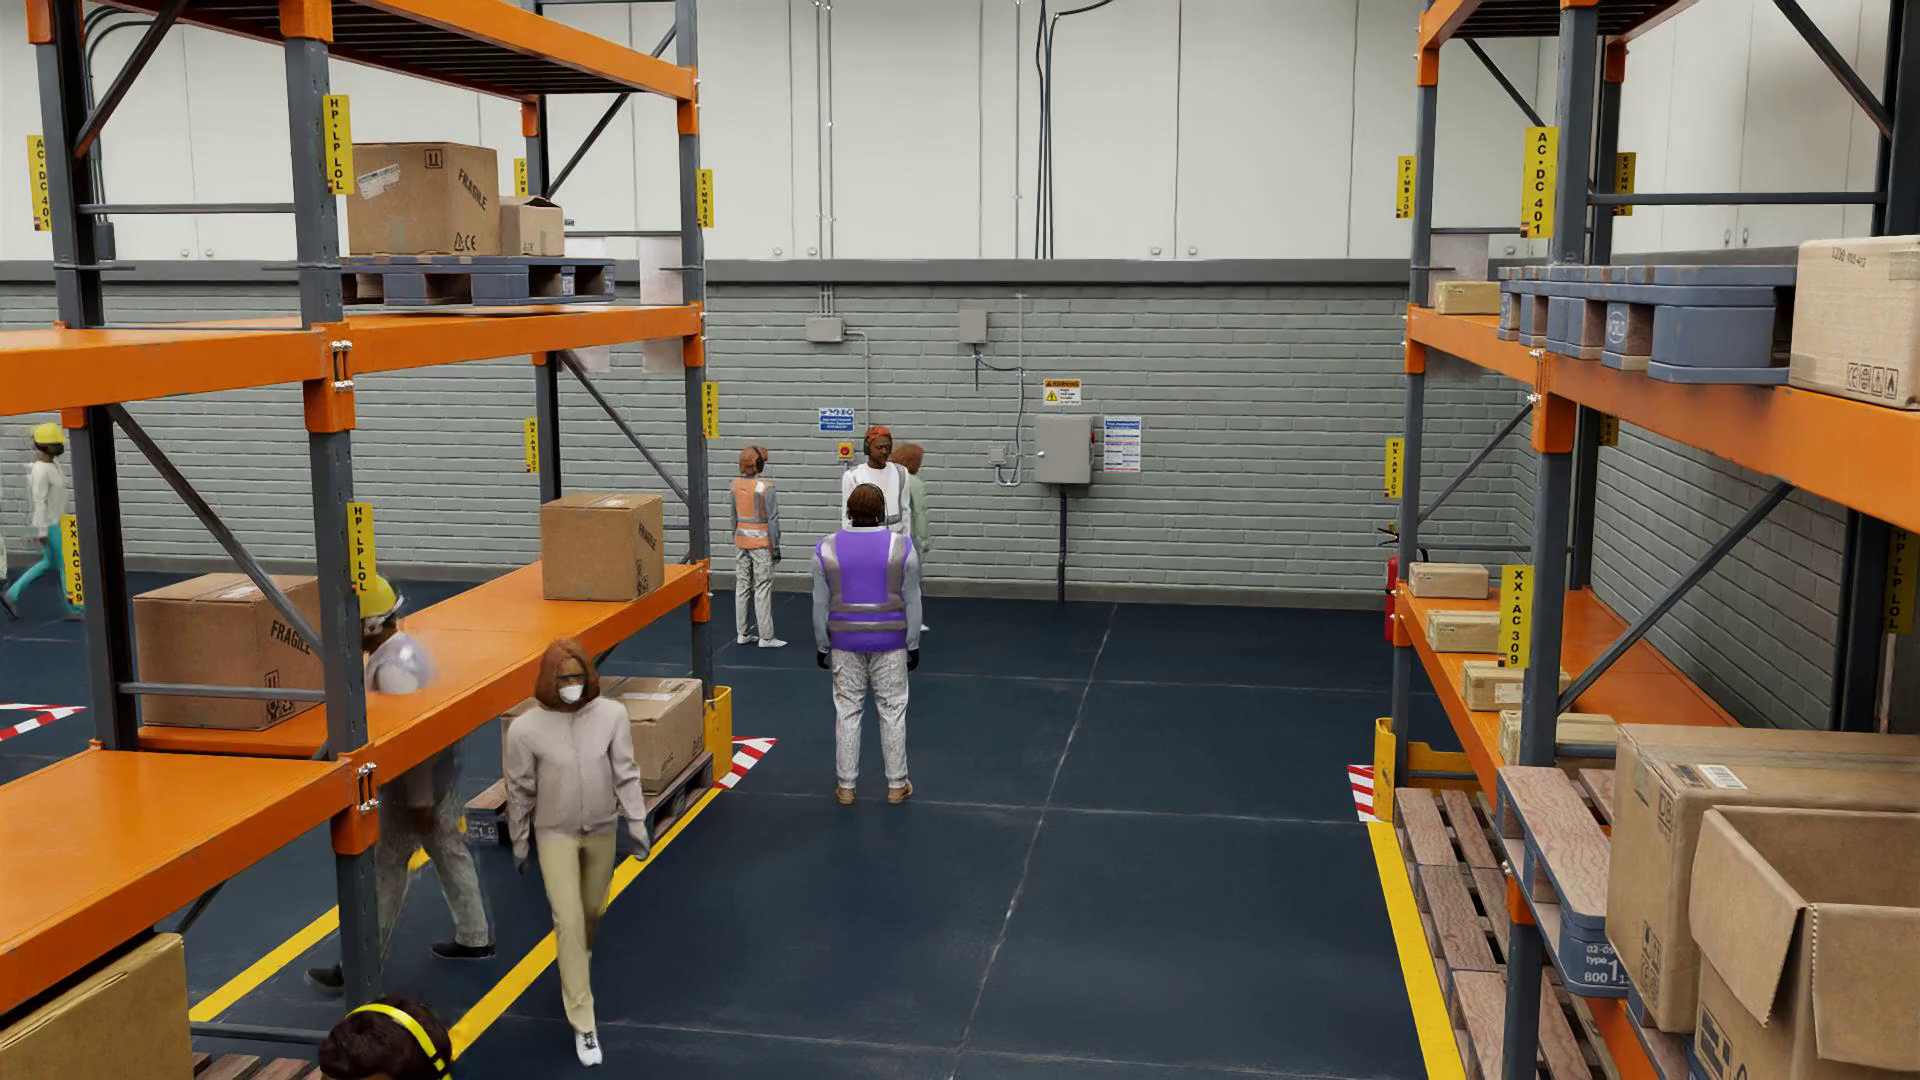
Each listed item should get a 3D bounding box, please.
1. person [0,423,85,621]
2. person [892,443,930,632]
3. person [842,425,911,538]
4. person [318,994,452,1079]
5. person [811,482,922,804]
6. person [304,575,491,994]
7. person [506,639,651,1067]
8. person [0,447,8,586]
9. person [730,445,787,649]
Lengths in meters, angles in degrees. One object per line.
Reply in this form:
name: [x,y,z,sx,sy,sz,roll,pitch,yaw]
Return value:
person: [-7.890,-0.145,14.303,0.762,1.743,0.521,-3,10,-18]
person: [-0.494,-0.015,13.961,0.599,1.599,0.367,5,10,28]
person: [-0.635,0.063,12.634,0.567,1.878,0.359,-6,11,-31]
person: [-0.950,1.661,2.831,0.516,1.850,0.582,4,10,25]
person: [-0.522,0.591,9.465,0.621,1.845,0.429,0,9,2]
person: [-2.411,1.015,7.079,0.769,1.783,0.616,-2,10,-14]
person: [-1.515,1.172,6.587,0.503,1.602,0.743,-6,11,-32]
person: [-9.422,-0.403,15.919,0.574,1.738,0.352,3,10,18]
person: [-1.643,0.056,13.373,0.514,1.644,0.307,7,12,38]
